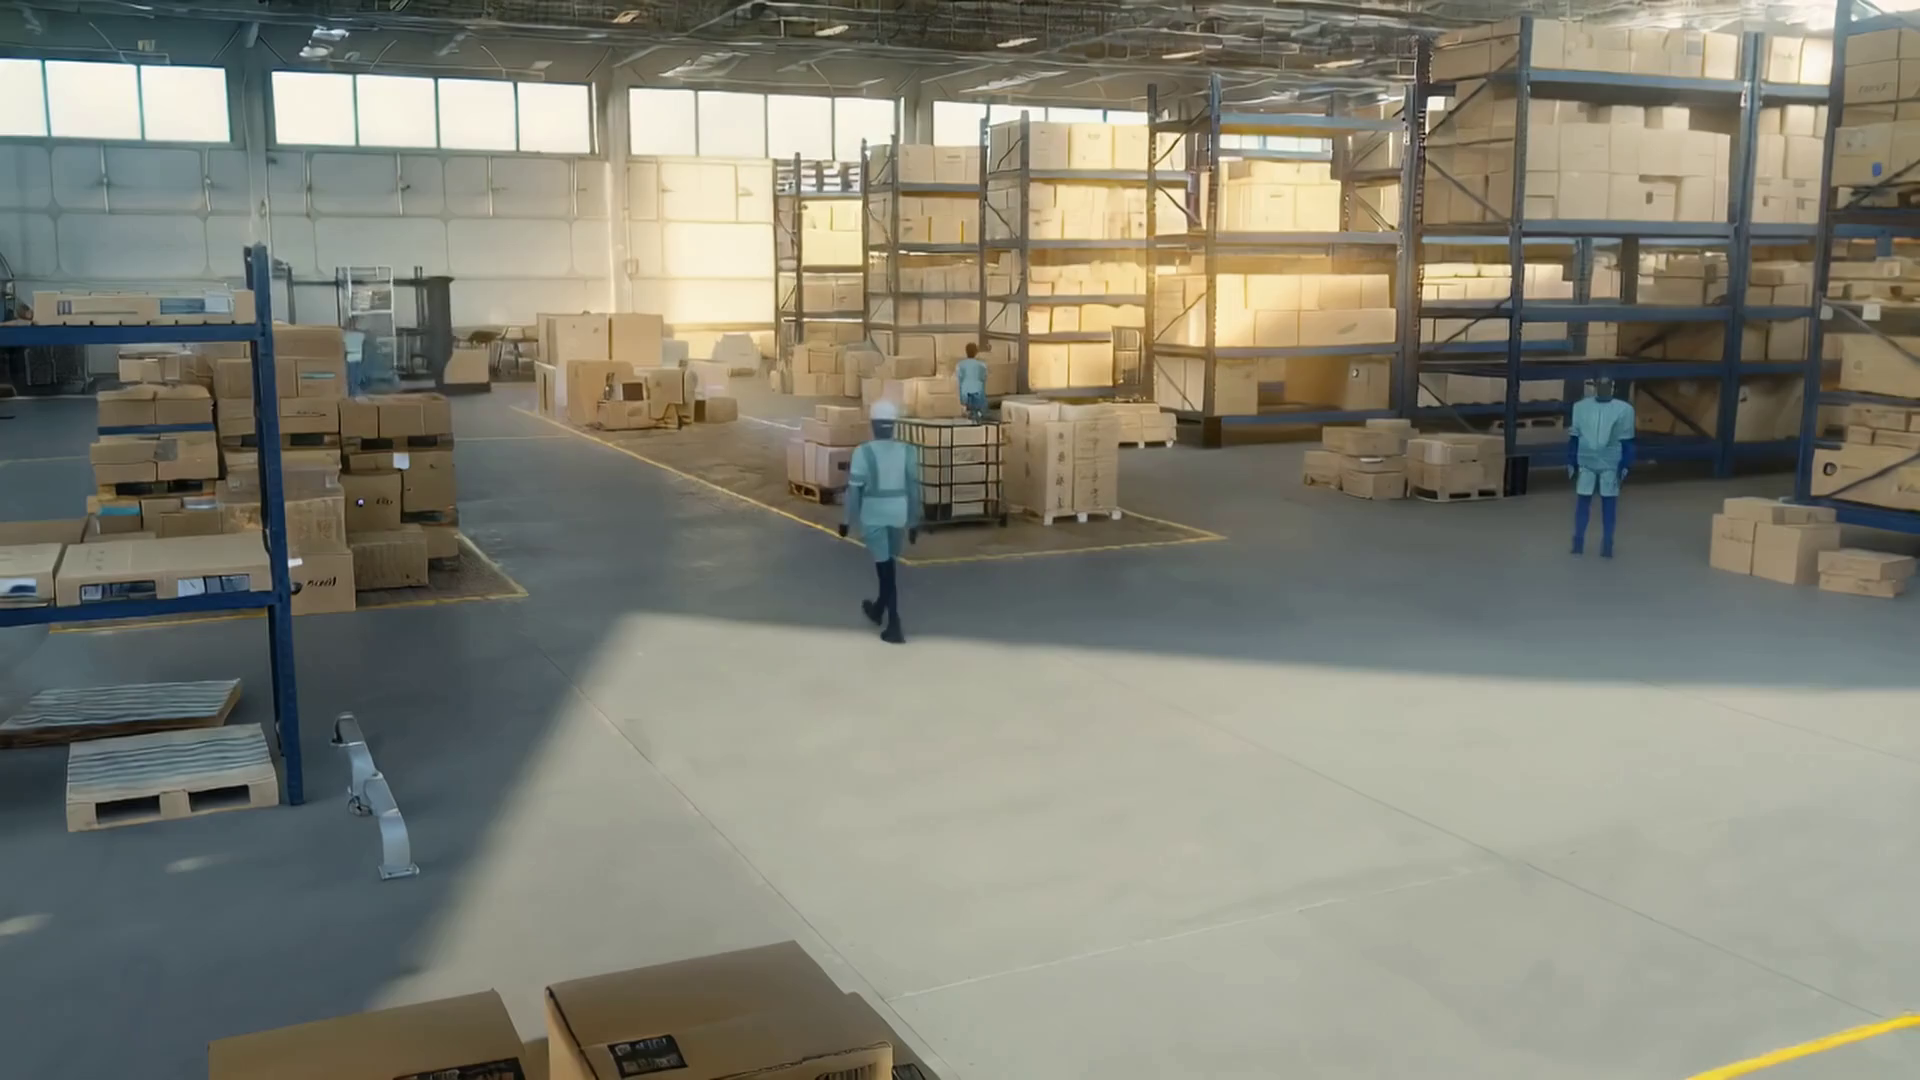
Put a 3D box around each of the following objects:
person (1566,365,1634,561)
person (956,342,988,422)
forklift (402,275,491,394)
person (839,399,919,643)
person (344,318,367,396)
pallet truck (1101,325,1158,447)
[{"bbox_3d":[6.419,-0.775,16.718,0.615,1.964,0.361,6,11,31],"label":"person"},{"bbox_3d":[0.208,-2.530,28.437,0.540,1.698,0.317,0,9,-2],"label":"person"},{"bbox_3d":[-12.073,-4.806,38.902,1.873,2.768,1.129,-4,10,-25],"label":"forklift"},{"bbox_3d":[-0.646,-0.172,13.236,0.568,1.883,0.993,-5,11,-30],"label":"person"},{"bbox_3d":[-13.138,-3.862,36.082,0.606,1.902,0.593,-8,12,-42],"label":"person"},{"bbox_3d":[2.881,-2.596,27.923,0.823,1.965,1.885,-1,9,-7],"label":"pallet truck"}]
